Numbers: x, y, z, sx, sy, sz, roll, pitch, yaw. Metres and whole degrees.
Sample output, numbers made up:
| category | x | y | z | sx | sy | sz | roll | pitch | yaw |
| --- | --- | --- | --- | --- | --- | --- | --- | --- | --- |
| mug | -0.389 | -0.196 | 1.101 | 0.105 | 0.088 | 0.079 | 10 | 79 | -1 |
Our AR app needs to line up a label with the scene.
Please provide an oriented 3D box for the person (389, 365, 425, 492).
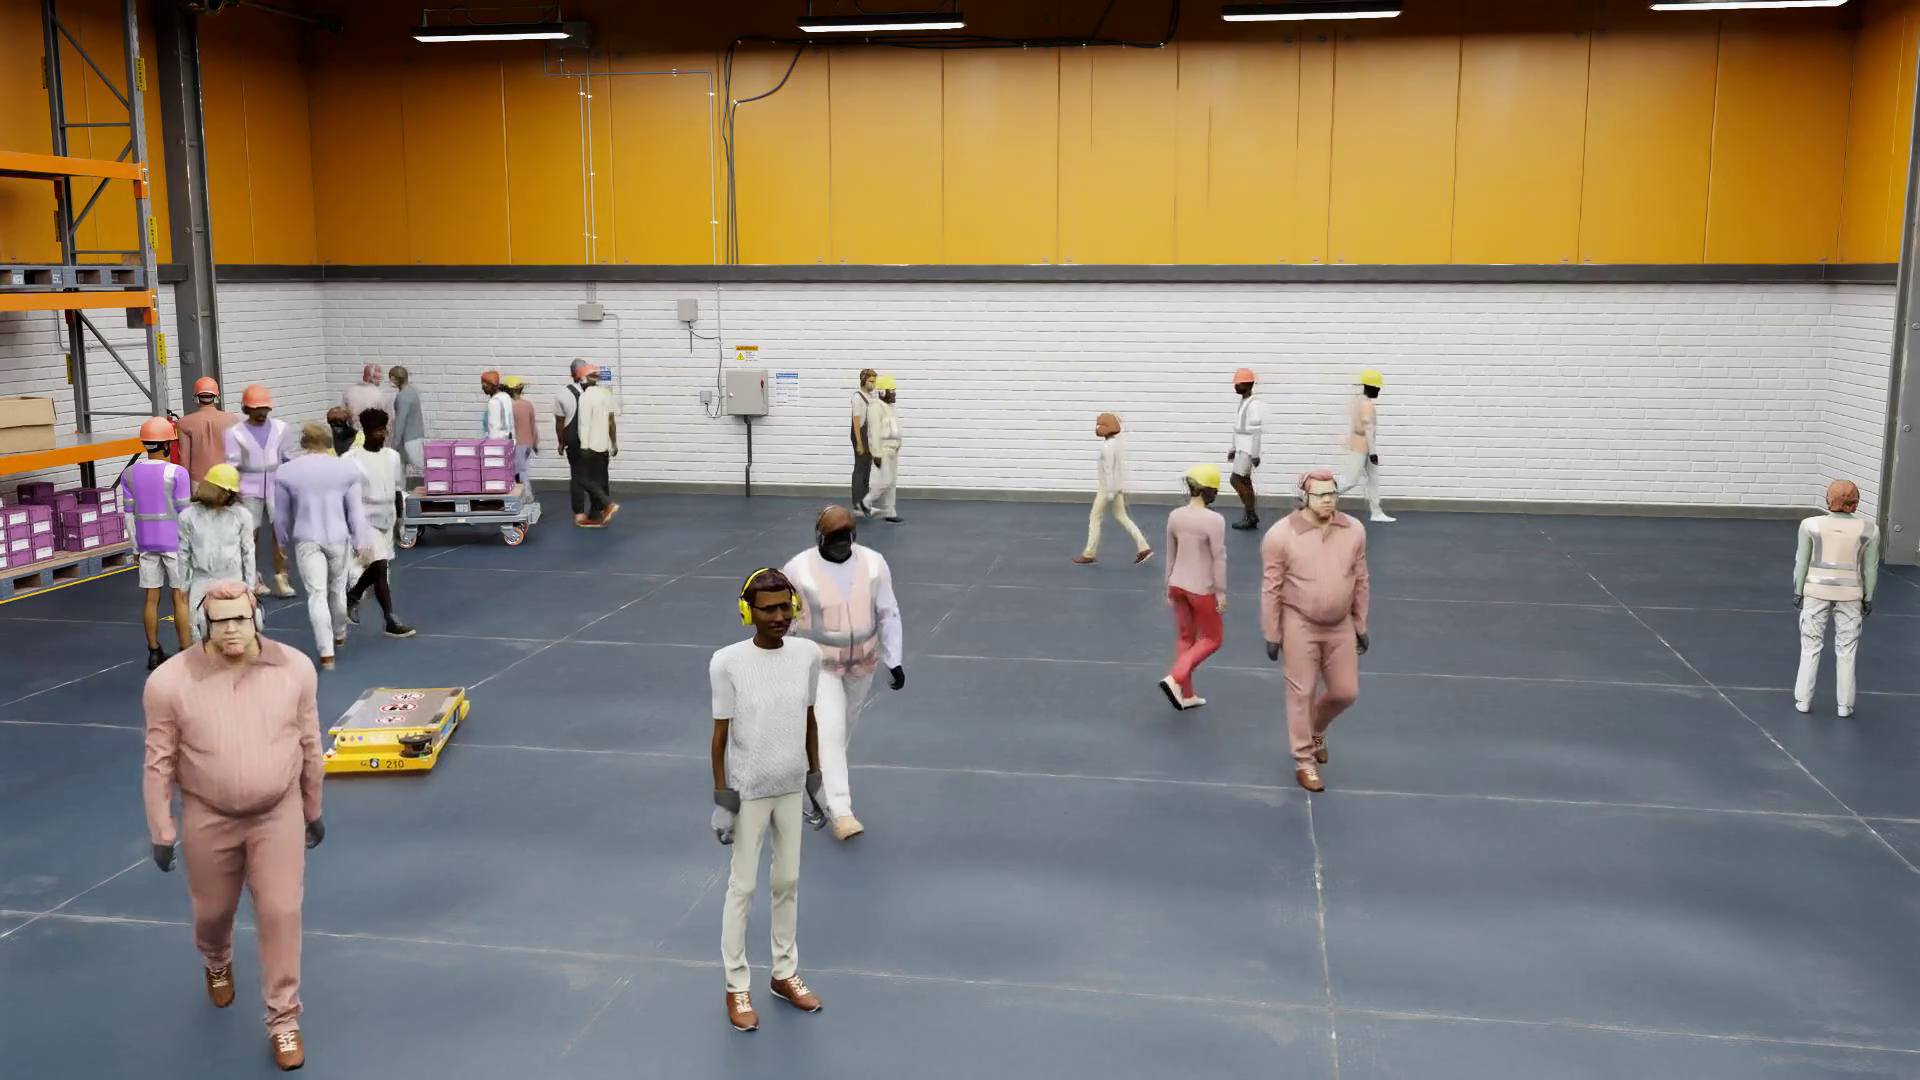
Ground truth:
| category | x | y | z | sx | sy | sz | roll | pitch | yaw |
| --- | --- | --- | --- | --- | --- | --- | --- | --- | --- |
| person | -6.806 | -1.255 | 20.857 | 0.988 | 1.894 | 0.638 | -2 | 9 | -14 |

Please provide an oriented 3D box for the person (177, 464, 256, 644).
| category | x | y | z | sx | sy | sz | roll | pitch | yaw |
| --- | --- | --- | --- | --- | --- | --- | --- | --- | --- |
| person | -5.176 | 0.320 | 11.594 | 0.519 | 1.706 | 0.384 | -3 | 10 | -21 |

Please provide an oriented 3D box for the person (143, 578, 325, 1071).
| category | x | y | z | sx | sy | sz | roll | pitch | yaw |
| --- | --- | --- | --- | --- | --- | --- | --- | --- | --- |
| person | -2.842 | 1.055 | 6.550 | 0.651 | 1.878 | 0.886 | -5 | 11 | -29 |

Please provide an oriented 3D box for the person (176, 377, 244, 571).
| category | x | y | z | sx | sy | sz | roll | pitch | yaw |
| --- | --- | --- | --- | --- | --- | --- | --- | --- | --- |
| person | -7.457 | -0.627 | 16.603 | 0.612 | 1.995 | 0.377 | -5 | 11 | -30 |

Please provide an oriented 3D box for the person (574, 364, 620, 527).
| category | x | y | z | sx | sy | sz | roll | pitch | yaw |
| --- | --- | --- | --- | --- | --- | --- | --- | --- | --- |
| person | -4.319 | -1.108 | 19.732 | 0.608 | 1.949 | 0.650 | 3 | 10 | 16 |

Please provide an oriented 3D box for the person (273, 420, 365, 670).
| category | x | y | z | sx | sy | sz | roll | pitch | yaw |
| --- | --- | --- | --- | --- | --- | --- | --- | --- | --- |
| person | -4.980 | 0.013 | 12.954 | 0.652 | 1.879 | 1.024 | -4 | 10 | -23 |

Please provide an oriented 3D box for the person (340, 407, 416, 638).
| category | x | y | z | sx | sy | sz | roll | pitch | yaw |
| --- | --- | --- | --- | --- | --- | --- | --- | --- | --- |
| person | -4.961 | -0.164 | 13.952 | 0.916 | 1.930 | 0.617 | 5 | 10 | 28 |

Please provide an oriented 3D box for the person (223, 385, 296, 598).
| category | x | y | z | sx | sy | sz | roll | pitch | yaw |
| --- | --- | --- | --- | --- | --- | --- | --- | --- | --- |
| person | -6.426 | -0.432 | 15.365 | 0.649 | 2.001 | 0.856 | -8 | 12 | -41 |

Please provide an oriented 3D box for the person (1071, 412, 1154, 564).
| category | x | y | z | sx | sy | sz | roll | pitch | yaw |
| --- | --- | --- | --- | --- | --- | --- | --- | --- | --- |
| person | 1.601 | -0.527 | 17.214 | 0.832 | 1.598 | 0.511 | 3 | 10 | 21 |

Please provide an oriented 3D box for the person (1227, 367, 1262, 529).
| category | x | y | z | sx | sy | sz | roll | pitch | yaw |
| --- | --- | --- | --- | --- | --- | --- | --- | --- | --- |
| person | 3.336 | -1.068 | 19.558 | 0.446 | 1.919 | 0.555 | 0 | 9 | -2 |

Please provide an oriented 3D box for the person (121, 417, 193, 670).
| category | x | y | z | sx | sy | sz | roll | pitch | yaw |
| --- | --- | --- | --- | --- | --- | --- | --- | --- | --- |
| person | -6.069 | 0.030 | 12.696 | 0.543 | 1.939 | 0.361 | 1 | 9 | 5 |

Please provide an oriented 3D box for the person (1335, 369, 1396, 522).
| category | x | y | z | sx | sy | sz | roll | pitch | yaw |
| --- | --- | --- | --- | --- | --- | --- | --- | --- | --- |
| person | 4.804 | -1.137 | 20.134 | 0.925 | 1.885 | 0.581 | 2 | 9 | 12 |

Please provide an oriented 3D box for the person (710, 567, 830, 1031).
| category | x | y | z | sx | sy | sz | roll | pitch | yaw |
| --- | --- | --- | --- | --- | --- | --- | --- | --- | --- |
| person | -0.762 | 1.024 | 6.742 | 0.512 | 1.872 | 0.330 | -6 | 11 | -34 |

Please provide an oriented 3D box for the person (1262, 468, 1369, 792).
| category | x | y | z | sx | sy | sz | roll | pitch | yaw |
| --- | --- | --- | --- | --- | --- | --- | --- | --- | --- |
| person | 2.097 | 0.510 | 9.842 | 0.663 | 1.894 | 0.518 | -2 | 9 | -11 |

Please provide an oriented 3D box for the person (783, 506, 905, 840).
| category | x | y | z | sx | sy | sz | roll | pitch | yaw |
| --- | --- | --- | --- | --- | --- | --- | --- | --- | --- |
| person | -0.666 | 0.686 | 9.155 | 0.619 | 1.784 | 1.022 | -4 | 10 | -25 |

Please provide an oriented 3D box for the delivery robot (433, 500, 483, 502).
| category | x | y | z | sx | sy | sz | roll | pitch | yaw |
| --- | --- | --- | --- | --- | --- | --- | --- | --- | --- |
| delivery robot | -6.072 | -0.484 | 19.881 | 0.707 | 0.478 | 0.477 | -7 | 11 | -36 |

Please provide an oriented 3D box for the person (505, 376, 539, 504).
| category | x | y | z | sx | sy | sz | roll | pitch | yaw |
| --- | --- | --- | --- | --- | --- | --- | --- | --- | --- |
| person | -5.569 | -1.175 | 20.784 | 0.679 | 1.741 | 0.539 | 4 | 10 | 22 |

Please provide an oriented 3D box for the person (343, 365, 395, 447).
| category | x | y | z | sx | sy | sz | roll | pitch | yaw |
| --- | --- | --- | --- | --- | --- | --- | --- | --- | --- |
| person | -7.477 | -1.282 | 21.103 | 0.720 | 1.864 | 0.460 | 3 | 10 | 17 |

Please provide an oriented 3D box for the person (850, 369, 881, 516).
| category | x | y | z | sx | sy | sz | roll | pitch | yaw |
| --- | --- | --- | --- | --- | --- | --- | --- | --- | --- |
| person | -1.181 | -1.215 | 20.739 | 0.345 | 1.838 | 0.506 | 3 | 10 | 18 |

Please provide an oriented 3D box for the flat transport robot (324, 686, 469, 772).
| category | x | y | z | sx | sy | sz | roll | pitch | yaw |
| --- | --- | --- | --- | --- | --- | --- | --- | --- | --- |
| flat transport robot | -3.604 | 1.187 | 10.676 | 0.652 | 0.197 | 1.431 | -1 | 9 | -7 |

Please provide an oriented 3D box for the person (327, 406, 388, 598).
| category | x | y | z | sx | sy | sz | roll | pitch | yaw |
| --- | --- | --- | --- | --- | --- | --- | --- | --- | --- |
| person | -5.608 | -0.335 | 15.344 | 0.646 | 1.820 | 0.481 | 0 | 9 | 2 |

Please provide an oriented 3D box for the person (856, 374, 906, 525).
| category | x | y | z | sx | sy | sz | roll | pitch | yaw |
| --- | --- | --- | --- | --- | --- | --- | --- | --- | --- |
| person | -0.918 | -1.076 | 19.915 | 0.490 | 1.820 | 0.611 | 3 | 10 | 19 |

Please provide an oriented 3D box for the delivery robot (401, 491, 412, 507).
| category | x | y | z | sx | sy | sz | roll | pitch | yaw |
| --- | --- | --- | --- | --- | --- | --- | --- | --- | --- |
| delivery robot | -6.720 | -0.431 | 19.548 | 0.707 | 0.478 | 0.477 | -6 | 11 | -33 |

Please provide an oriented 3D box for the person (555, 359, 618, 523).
| category | x | y | z | sx | sy | sz | roll | pitch | yaw |
| --- | --- | --- | --- | --- | --- | --- | --- | --- | --- |
| person | -4.562 | -1.255 | 20.356 | 0.735 | 2.000 | 0.941 | -1 | 9 | -5 |

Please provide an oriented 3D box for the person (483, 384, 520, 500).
| category | x | y | z | sx | sy | sz | roll | pitch | yaw |
| --- | --- | --- | --- | --- | --- | --- | --- | --- | --- |
| person | -5.592 | -1.058 | 20.228 | 0.566 | 1.678 | 0.368 | 7 | 11 | 37 |

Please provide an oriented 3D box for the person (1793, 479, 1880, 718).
| category | x | y | z | sx | sy | sz | roll | pitch | yaw |
| --- | --- | --- | --- | --- | --- | --- | --- | --- | --- |
| person | 5.971 | 0.399 | 11.369 | 0.509 | 1.629 | 0.314 | 4 | 10 | 23 |

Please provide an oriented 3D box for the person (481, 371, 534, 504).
| category | x | y | z | sx | sy | sz | roll | pitch | yaw |
| --- | --- | --- | --- | --- | --- | --- | --- | --- | --- |
| person | -5.538 | -1.129 | 20.136 | 0.475 | 1.860 | 0.620 | 1 | 9 | 6 |

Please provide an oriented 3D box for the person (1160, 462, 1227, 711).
| category | x | y | z | sx | sy | sz | roll | pitch | yaw |
| --- | --- | --- | --- | --- | --- | --- | --- | --- | --- |
| person | 1.577 | 0.336 | 11.373 | 0.484 | 1.742 | 0.541 | -7 | 11 | -35 |
